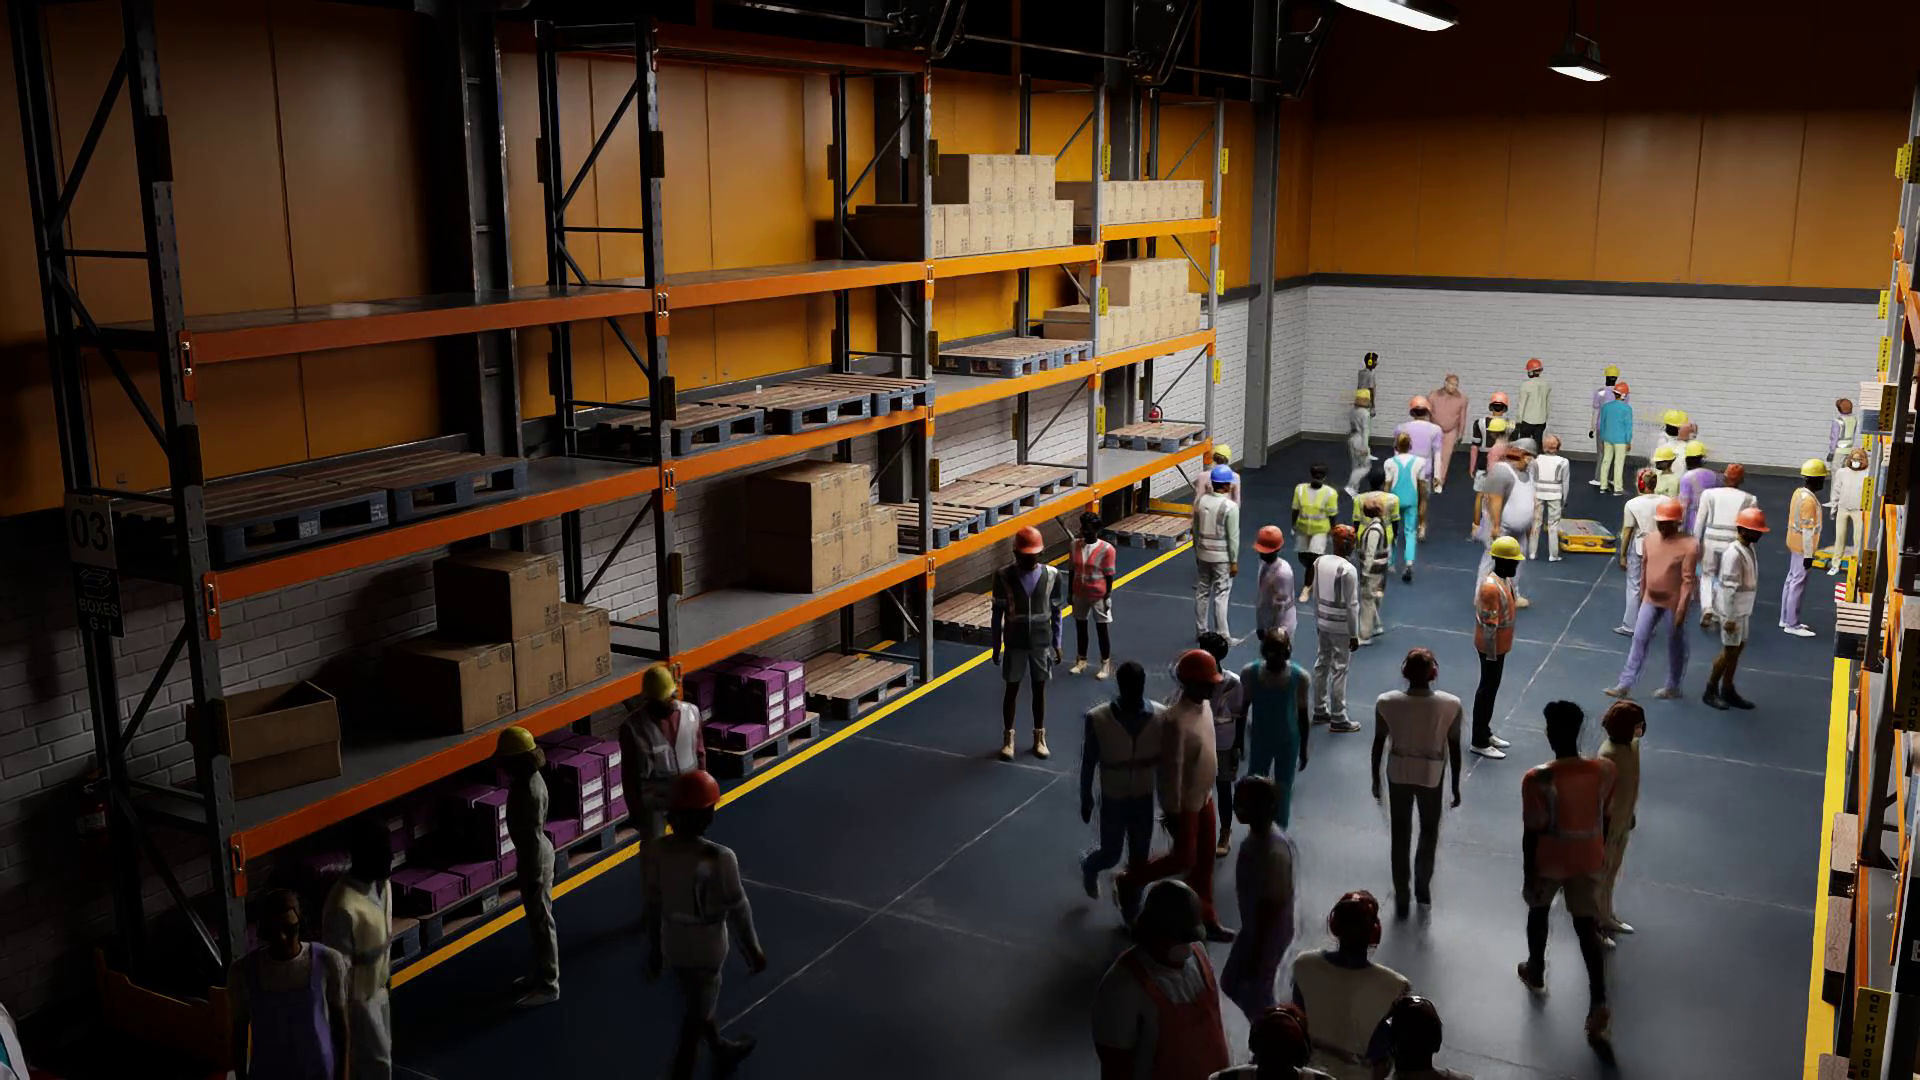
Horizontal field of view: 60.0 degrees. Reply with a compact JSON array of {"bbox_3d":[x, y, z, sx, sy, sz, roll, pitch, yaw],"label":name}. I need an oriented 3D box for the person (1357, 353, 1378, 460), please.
[{"bbox_3d":[7.084,-2.328,28.936,0.327,1.865,0.517,-3,13,-13],"label":"person"}]

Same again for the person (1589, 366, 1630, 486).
[{"bbox_3d":[10.317,-1.813,26.481,0.585,1.928,0.368,-1,13,-4],"label":"person"}]

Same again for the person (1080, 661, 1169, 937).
[{"bbox_3d":[1.072,1.665,11.019,0.599,1.895,0.648,-3,13,-13],"label":"person"}]

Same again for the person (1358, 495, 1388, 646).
[{"bbox_3d":[4.336,0.321,17.591,0.362,1.630,0.566,4,13,15],"label":"person"}]

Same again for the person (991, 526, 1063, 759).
[{"bbox_3d":[0.577,0.876,14.183,0.616,2.039,0.384,-1,13,-5],"label":"person"}]

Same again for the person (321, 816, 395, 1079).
[{"bbox_3d":[-3.086,2.260,8.340,0.697,1.889,0.606,0,13,0],"label":"person"}]

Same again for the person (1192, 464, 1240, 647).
[{"bbox_3d":[2.711,0.166,17.576,0.405,1.948,0.605,-9,16,-36],"label":"person"}]

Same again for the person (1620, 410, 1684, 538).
[{"bbox_3d":[9.400,-0.838,22.266,0.967,1.878,0.609,8,15,32],"label":"person"}]

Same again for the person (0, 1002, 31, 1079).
[{"bbox_3d":[-4.087,2.597,6.969,0.429,1.831,0.636,-2,13,-7],"label":"person"}]

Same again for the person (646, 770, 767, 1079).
[{"bbox_3d":[-1.328,2.139,8.876,0.570,1.891,0.957,8,15,33],"label":"person"}]

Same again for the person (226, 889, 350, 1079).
[{"bbox_3d":[-3.022,2.455,7.559,0.507,1.847,0.345,-5,13,-21],"label":"person"}]

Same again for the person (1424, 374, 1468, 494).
[{"bbox_3d":[7.607,-1.703,26.132,0.654,1.866,0.885,6,14,24],"label":"person"}]

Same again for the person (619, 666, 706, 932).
[{"bbox_3d":[-1.955,1.693,11.060,0.603,1.813,0.403,-8,15,-33],"label":"person"}]

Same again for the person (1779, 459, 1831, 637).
[{"bbox_3d":[9.159,0.075,18.026,0.367,1.927,0.594,4,13,16],"label":"person"}]

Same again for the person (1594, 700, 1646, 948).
[{"bbox_3d":[4.278,1.826,10.853,0.275,1.632,0.507,11,17,41],"label":"person"}]

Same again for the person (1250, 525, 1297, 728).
[{"bbox_3d":[2.793,0.781,14.909,0.440,1.909,0.588,-2,13,-11],"label":"person"}]

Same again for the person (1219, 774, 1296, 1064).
[{"bbox_3d":[1.610,2.138,9.011,0.386,1.830,0.519,0,13,-2],"label":"person"}]

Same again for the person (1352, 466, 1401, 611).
[{"bbox_3d":[4.732,0.002,18.950,0.539,1.670,0.703,3,13,15],"label":"person"}]

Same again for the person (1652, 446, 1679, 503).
[{"bbox_3d":[8.377,-0.252,19.886,0.343,1.760,0.534,-1,13,-5],"label":"person"}]

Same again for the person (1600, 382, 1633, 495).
[{"bbox_3d":[10.196,-1.574,25.805,0.326,1.751,0.559,-8,15,-30],"label":"person"}]

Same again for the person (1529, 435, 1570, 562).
[{"bbox_3d":[7.556,-0.530,21.395,0.523,1.636,0.310,8,15,32],"label":"person"}]

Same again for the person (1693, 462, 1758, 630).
[{"bbox_3d":[8.297,0.088,18.099,0.600,1.869,0.502,7,14,27],"label":"person"}]

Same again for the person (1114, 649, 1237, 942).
[{"bbox_3d":[1.440,1.650,10.870,0.758,1.975,0.632,7,14,29],"label":"person"}]

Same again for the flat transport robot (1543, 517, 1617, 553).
[{"bbox_3d":[8.363,-0.079,22.459,0.652,0.197,1.431,2,13,8],"label":"flat transport robot"}]

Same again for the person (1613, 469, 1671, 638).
[{"bbox_3d":[7.366,0.152,17.898,0.560,1.836,0.394,-3,13,-14],"label":"person"}]

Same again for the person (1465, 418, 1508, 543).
[{"bbox_3d":[7.225,-0.764,22.217,0.803,1.739,0.530,7,14,28],"label":"person"}]

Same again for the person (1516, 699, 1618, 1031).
[{"bbox_3d":[3.614,1.904,9.843,0.622,1.933,0.913,-1,13,-4],"label":"person"}]

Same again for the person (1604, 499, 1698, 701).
[{"bbox_3d":[6.537,0.594,15.634,0.961,1.951,0.652,-7,15,-30],"label":"person"}]

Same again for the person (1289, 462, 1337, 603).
[{"bbox_3d":[4.164,-0.129,19.532,0.557,1.659,0.662,7,14,29],"label":"person"}]

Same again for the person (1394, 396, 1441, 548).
[{"bbox_3d":[6.122,-0.941,22.388,0.602,2.008,0.858,1,13,7],"label":"person"}]

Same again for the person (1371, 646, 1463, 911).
[{"bbox_3d":[3.097,1.622,11.316,0.604,1.827,0.494,3,13,13],"label":"person"}]

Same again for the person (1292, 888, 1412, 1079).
[{"bbox_3d":[1.734,2.477,7.537,0.573,1.817,0.831,12,17,43],"label":"person"}]

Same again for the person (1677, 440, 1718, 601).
[{"bbox_3d":[8.563,-0.195,19.296,0.617,1.899,0.642,-8,15,-33],"label":"person"}]

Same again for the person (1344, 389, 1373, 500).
[{"bbox_3d":[6.075,-1.438,25.285,0.431,1.708,0.524,-4,13,-18],"label":"person"}]

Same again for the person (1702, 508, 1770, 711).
[{"bbox_3d":[7.256,0.641,15.506,0.405,1.936,0.549,10,16,39],"label":"person"}]

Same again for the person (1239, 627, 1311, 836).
[{"bbox_3d":[2.289,1.459,12.099,0.518,1.821,0.631,4,13,19],"label":"person"}]

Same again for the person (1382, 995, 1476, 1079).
[{"bbox_3d":[1.782,2.674,6.603,0.505,1.839,0.346,-2,13,-9],"label":"person"}]

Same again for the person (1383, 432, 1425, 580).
[{"bbox_3d":[5.469,-0.421,20.514,0.519,1.819,0.825,2,13,10],"label":"person"}]

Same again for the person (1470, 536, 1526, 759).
[{"bbox_3d":[4.621,0.904,14.316,0.370,1.925,0.595,6,14,24],"label":"person"}]

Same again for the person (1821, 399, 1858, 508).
[{"bbox_3d":[13.135,-1.290,24.799,0.516,1.636,0.314,-6,14,-27],"label":"person"}]

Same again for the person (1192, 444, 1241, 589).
[{"bbox_3d":[3.085,-0.275,20.000,0.571,1.747,0.430,0,13,0],"label":"person"}]

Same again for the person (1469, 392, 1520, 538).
[{"bbox_3d":[7.261,-1.007,22.650,0.613,2.029,0.409,3,13,14],"label":"person"}]

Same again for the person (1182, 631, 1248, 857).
[{"bbox_3d":[1.838,1.487,12.221,0.540,1.699,0.317,8,15,33],"label":"person"}]

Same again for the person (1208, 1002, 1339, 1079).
[{"bbox_3d":[1.210,2.673,6.503,0.575,1.881,0.356,0,13,1],"label":"person"}]

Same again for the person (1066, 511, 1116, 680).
[{"bbox_3d":[1.288,0.541,16.479,0.531,1.691,0.318,9,15,34],"label":"person"}]

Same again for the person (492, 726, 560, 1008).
[{"bbox_3d":[-2.623,1.954,10.061,0.325,1.731,0.488,-5,14,-22],"label":"person"}]

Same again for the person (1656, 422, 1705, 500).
[{"bbox_3d":[9.060,-0.548,20.917,0.480,1.889,0.649,-4,13,-19],"label":"person"}]

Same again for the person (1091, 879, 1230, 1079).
[{"bbox_3d":[0.911,2.426,7.247,0.536,2.000,0.688,12,17,42],"label":"person"}]

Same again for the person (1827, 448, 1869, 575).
[{"bbox_3d":[11.027,-0.336,20.555,0.270,1.629,0.502,-11,17,-40],"label":"person"}]

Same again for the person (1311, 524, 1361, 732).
[{"bbox_3d":[3.389,0.785,14.944,0.355,1.887,0.573,-6,14,-24],"label":"person"}]

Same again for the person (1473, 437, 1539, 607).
[{"bbox_3d":[6.286,-0.209,19.045,0.729,2.000,0.546,-9,16,-36],"label":"person"}]

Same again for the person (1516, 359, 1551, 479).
[{"bbox_3d":[9.255,-1.939,26.922,0.618,1.985,0.407,-5,13,-21],"label":"person"}]
